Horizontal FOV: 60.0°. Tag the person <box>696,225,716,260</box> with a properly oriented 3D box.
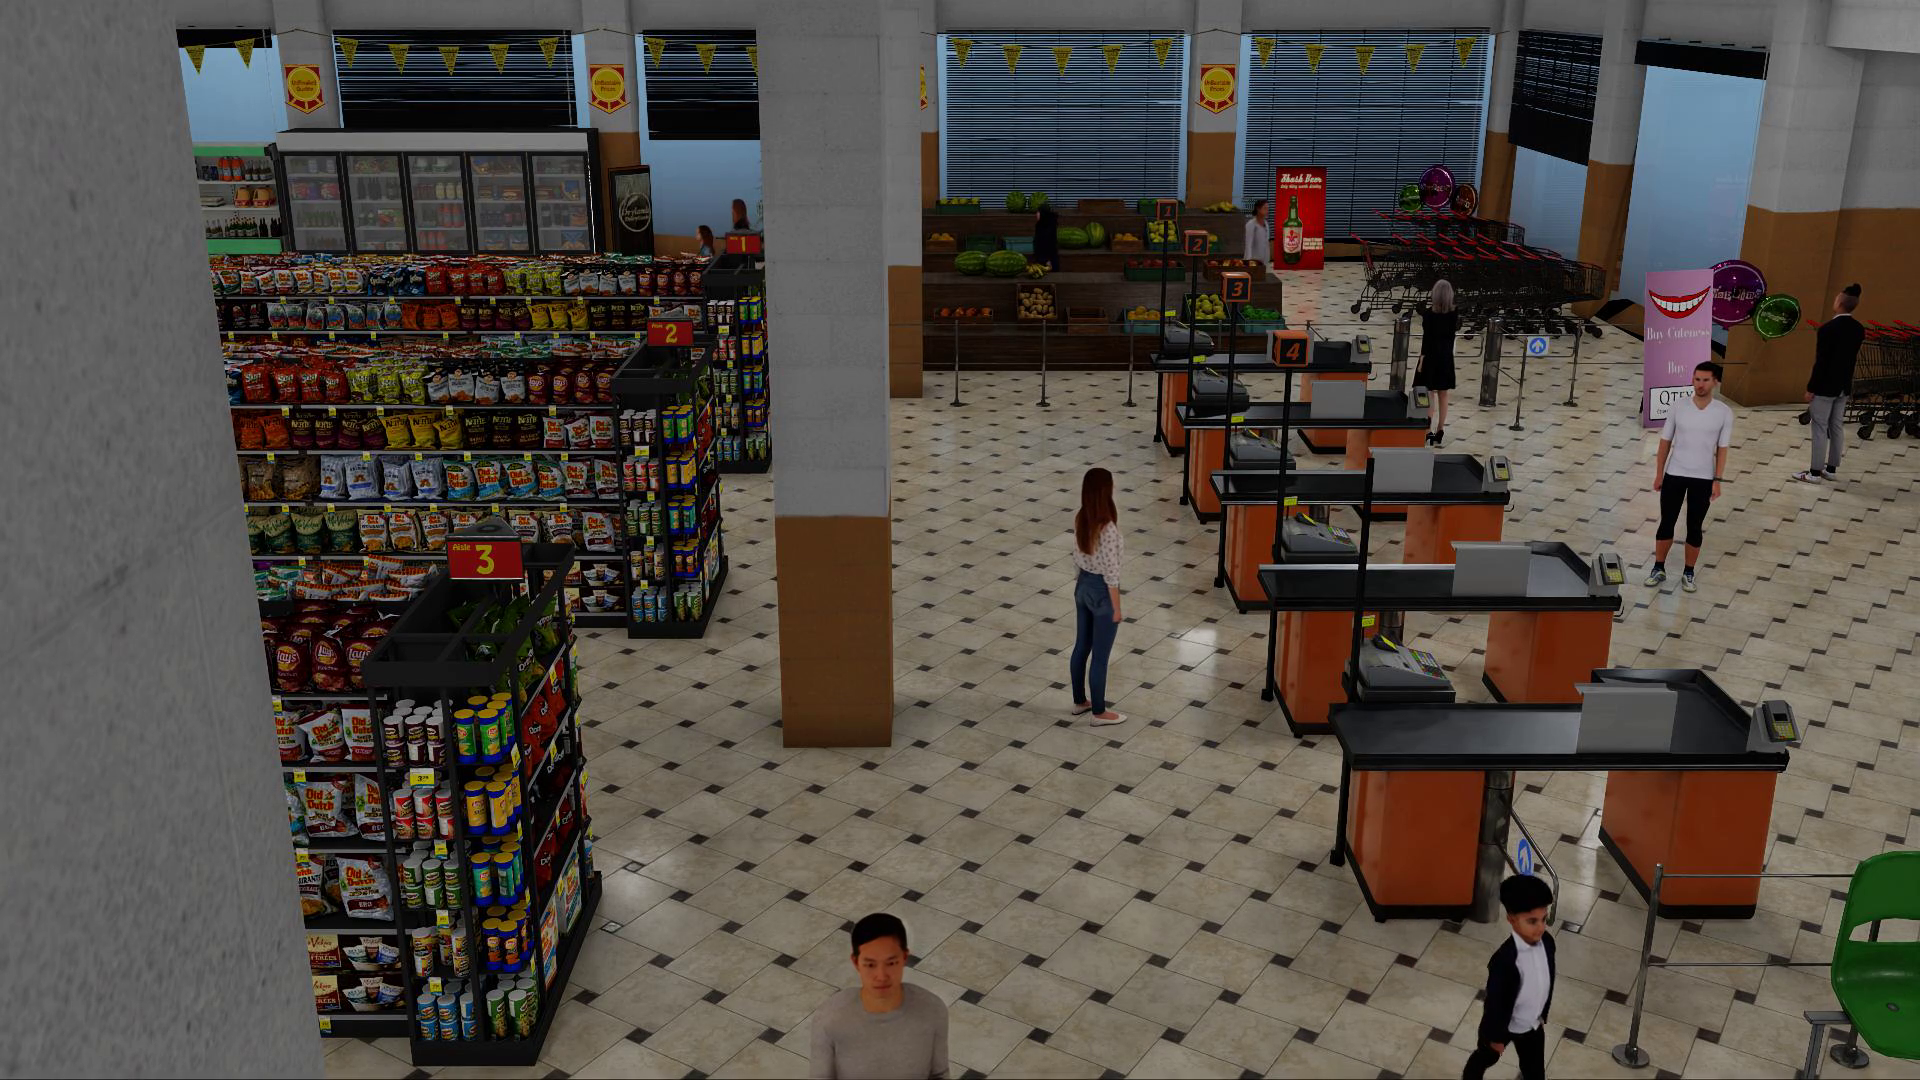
[{"bbox_3d":[-3.446,-3.610,23.093,1.049,1.442,0.824,-8,20,-23],"label":"person"}]

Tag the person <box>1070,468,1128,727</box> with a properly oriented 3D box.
[{"bbox_3d":[0.884,0.361,10.871,0.655,1.728,0.650,-10,21,-27],"label":"person"}]

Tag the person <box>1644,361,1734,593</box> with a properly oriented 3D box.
[{"bbox_3d":[5.835,-0.523,13.298,0.677,1.852,0.809,9,21,26],"label":"person"}]

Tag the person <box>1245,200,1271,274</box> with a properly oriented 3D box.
[{"bbox_3d":[4.176,-3.987,23.782,0.956,1.718,0.992,-15,24,-37],"label":"person"}]

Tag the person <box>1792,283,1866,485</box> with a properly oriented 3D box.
[{"bbox_3d":[8.447,-1.519,16.099,0.685,1.950,0.852,-8,20,-22],"label":"person"}]

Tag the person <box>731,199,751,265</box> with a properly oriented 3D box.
[{"bbox_3d":[-3.091,-4.101,24.154,0.672,1.694,0.651,-2,19,-5],"label":"person"}]

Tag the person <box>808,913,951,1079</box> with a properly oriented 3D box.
[{"bbox_3d":[-0.270,2.070,5.670,0.580,1.812,0.761,-5,19,-14],"label":"person"}]

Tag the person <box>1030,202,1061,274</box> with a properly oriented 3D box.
[{"bbox_3d":[1.328,-4.012,23.954,0.878,1.655,0.694,1,19,3],"label":"person"}]

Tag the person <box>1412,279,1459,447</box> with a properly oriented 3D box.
[{"bbox_3d":[4.996,-1.866,17.445,0.617,1.747,0.735,-7,20,-20],"label":"person"}]

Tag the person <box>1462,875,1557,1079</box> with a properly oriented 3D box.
[{"bbox_3d":[2.288,1.950,6.990,0.838,1.195,0.772,-8,20,-22],"label":"person"}]
